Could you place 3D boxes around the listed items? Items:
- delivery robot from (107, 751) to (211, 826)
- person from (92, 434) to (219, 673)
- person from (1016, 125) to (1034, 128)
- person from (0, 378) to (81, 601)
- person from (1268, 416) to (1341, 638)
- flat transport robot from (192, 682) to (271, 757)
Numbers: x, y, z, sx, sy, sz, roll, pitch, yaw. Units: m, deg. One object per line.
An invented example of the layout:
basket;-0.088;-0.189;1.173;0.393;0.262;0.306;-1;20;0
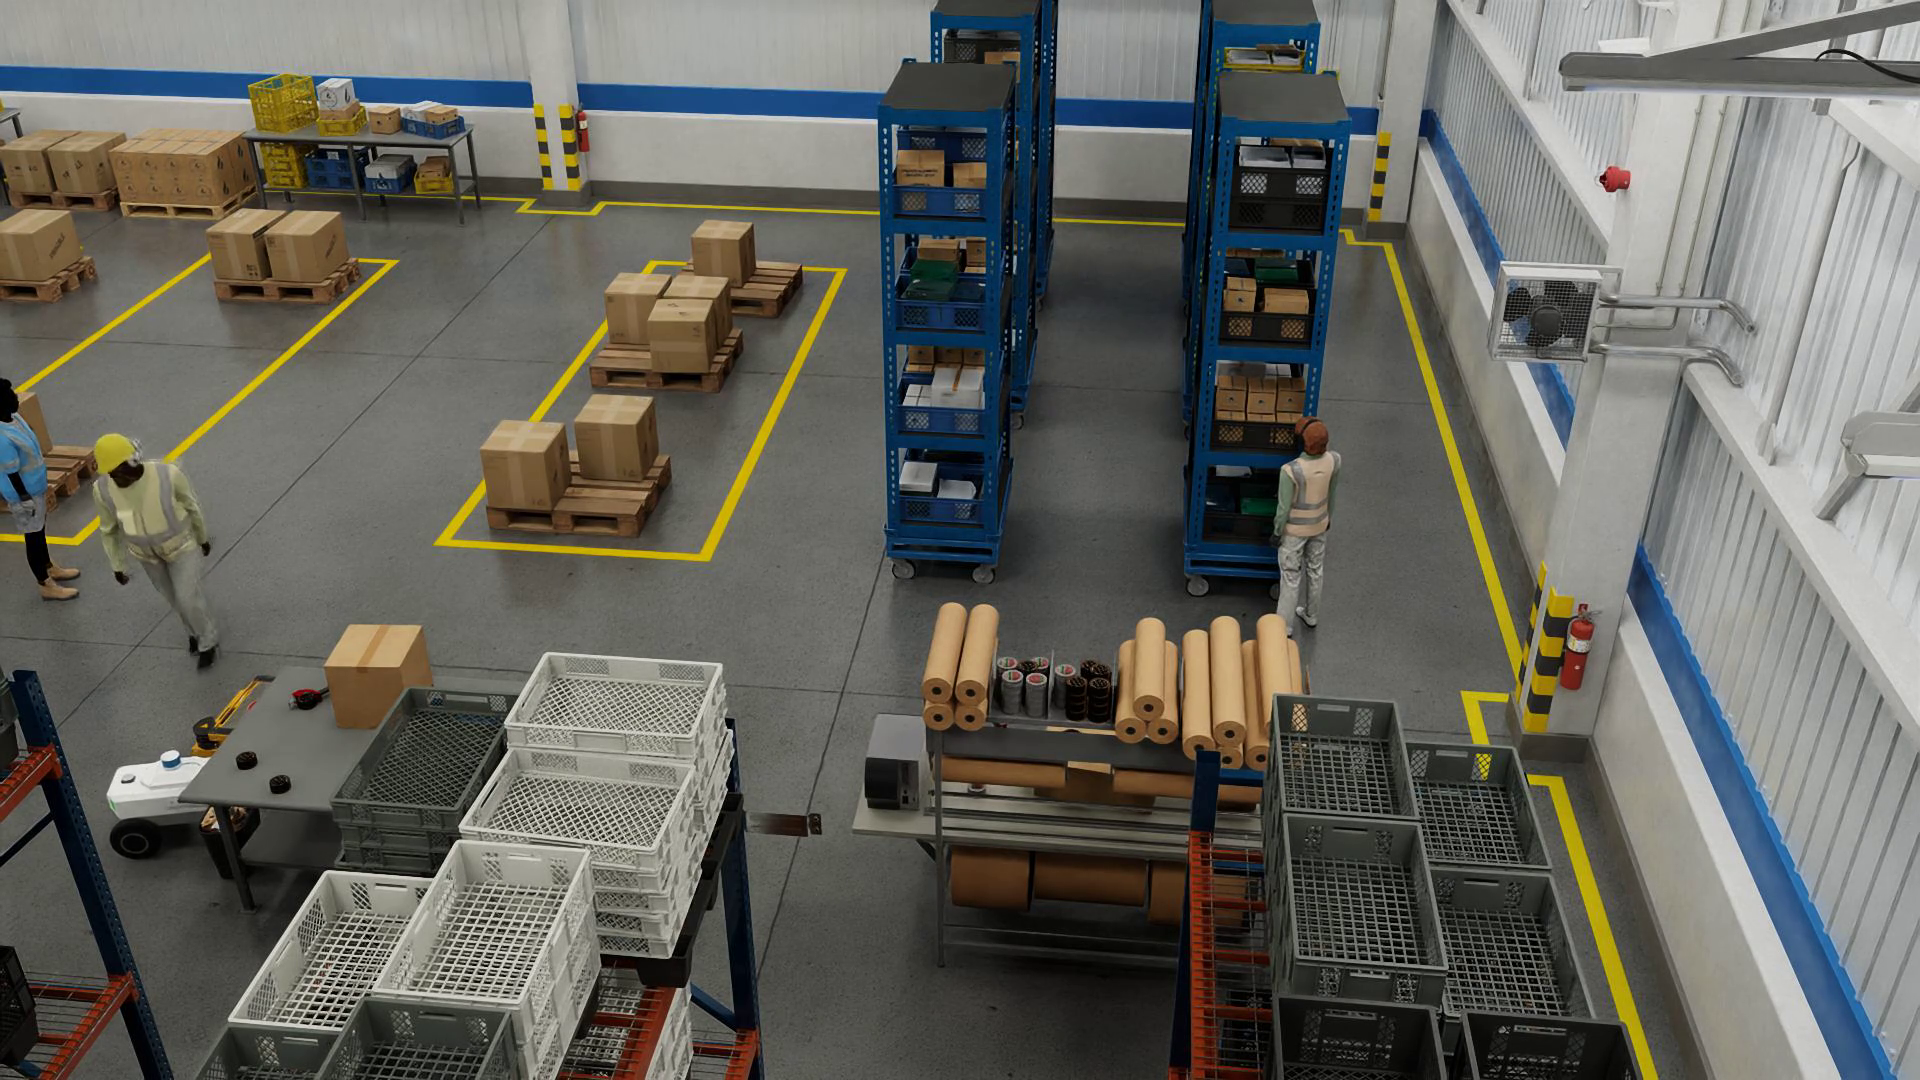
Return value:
delivery robot;-4.585;1.458;9.771;0.707;0.478;0.477;-5;31;-9
person;-5.332;0.061;11.049;0.596;1.784;0.651;-5;31;-8
person;0.534;-3.902;17.705;0.721;1.934;0.663;-5;31;-9
person;-6.660;-0.369;11.873;0.318;1.696;0.536;-11;32;-18
person;2.356;-0.087;11.444;0.523;1.638;0.308;-16;34;-26
flat transport robot;-4.089;1.163;10.648;1.431;0.197;0.652;3;30;6
